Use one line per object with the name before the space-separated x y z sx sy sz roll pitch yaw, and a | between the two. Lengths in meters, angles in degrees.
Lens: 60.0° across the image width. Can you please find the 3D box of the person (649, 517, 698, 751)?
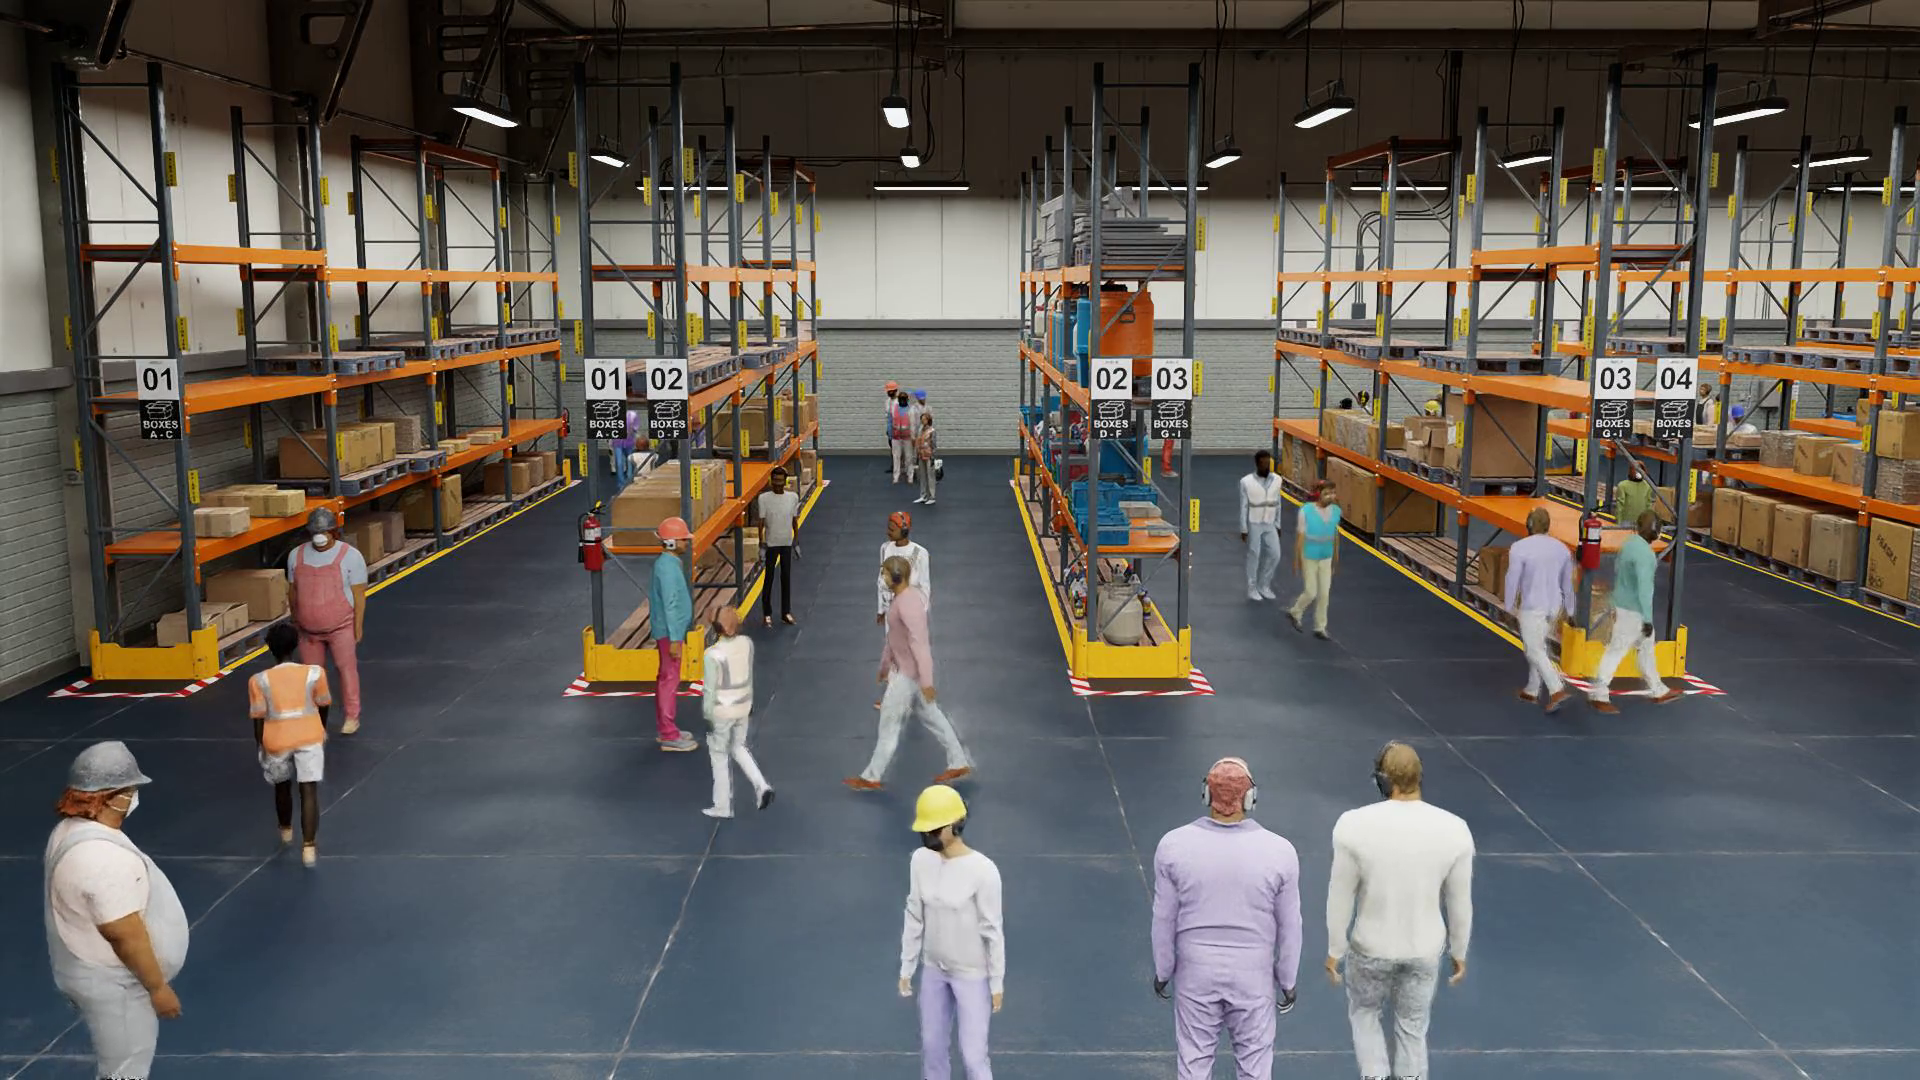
person | -2.449 0.791 14.200 0.394 1.994 0.612 -2 9 -14

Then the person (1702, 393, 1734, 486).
person | 14.808 -1.966 32.486 0.430 1.830 0.638 -8 12 -42

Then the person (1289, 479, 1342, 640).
person | 3.950 0.211 18.497 0.617 1.817 0.525 -4 10 -22

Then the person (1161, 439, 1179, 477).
person | 4.309 -2.286 33.998 0.396 1.992 0.623 0 9 -1

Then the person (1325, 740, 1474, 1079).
person | 1.998 1.857 7.592 0.666 1.915 0.433 1 9 4

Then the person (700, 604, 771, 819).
person | -1.677 1.275 12.271 0.470 1.621 0.527 6 11 35

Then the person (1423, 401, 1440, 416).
person | 8.532 -1.617 30.214 0.404 1.831 0.600 -2 9 -15

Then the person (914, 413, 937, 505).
person | -0.607 -1.460 29.808 0.307 1.644 0.522 -7 11 -38

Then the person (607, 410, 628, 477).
person | -7.001 -2.202 34.040 0.403 1.818 0.597 8 12 41

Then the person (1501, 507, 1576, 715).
person | 5.454 0.659 15.406 0.642 1.898 0.834 -3 9 -21

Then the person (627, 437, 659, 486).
person | -4.856 -0.794 25.685 0.534 1.598 0.849 -1 9 -7

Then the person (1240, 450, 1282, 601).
person | 3.768 -0.176 20.733 0.618 1.898 0.538 -3 9 -20

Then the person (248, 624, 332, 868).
person | -4.598 1.392 11.467 0.527 1.646 0.903 -4 10 -22

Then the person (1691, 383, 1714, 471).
person | 15.672 -2.380 35.080 0.345 1.847 0.506 -1 9 -3

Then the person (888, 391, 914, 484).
person | -1.121 -2.010 32.761 0.618 1.835 0.431 1 9 8

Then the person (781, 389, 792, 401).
person | -3.770 -2.478 36.368 0.306 1.640 0.522 2 9 14

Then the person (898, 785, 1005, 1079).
person | -0.038 1.955 7.488 0.537 1.750 0.390 8 12 41

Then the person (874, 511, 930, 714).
person | -0.538 0.662 15.385 0.573 1.885 0.357 7 11 38

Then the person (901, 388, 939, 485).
person | -0.809 -2.047 32.733 0.621 1.917 0.846 -8 12 -43

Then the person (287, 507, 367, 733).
person | -5.590 0.703 14.624 0.679 2.000 0.535 0 9 1

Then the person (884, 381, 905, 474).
person | -1.373 -2.322 34.463 0.401 1.928 0.544 -9 12 -44

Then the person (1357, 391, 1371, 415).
person | 7.832 -1.961 32.315 0.309 1.868 0.535 2 9 15

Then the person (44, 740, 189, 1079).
person | -3.625 1.857 7.195 0.537 2.000 0.701 -7 11 -37

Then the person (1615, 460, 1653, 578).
person | 8.921 -0.244 22.020 0.507 1.631 0.266 -1 9 -6

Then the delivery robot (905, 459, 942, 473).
delivery robot | -0.728 -1.498 33.244 0.707 0.478 0.477 1 9 9

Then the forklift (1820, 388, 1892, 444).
forklift | 20.072 -3.110 36.462 1.873 2.768 1.129 0 9 0

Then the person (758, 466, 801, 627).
person | -2.085 0.069 19.270 0.519 1.865 0.335 -4 10 -24

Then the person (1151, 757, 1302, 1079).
person | 1.178 1.898 7.373 0.652 1.904 0.402 2 9 11

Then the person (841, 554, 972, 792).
person | -0.377 1.037 13.024 1.039 1.883 0.654 0 9 -3

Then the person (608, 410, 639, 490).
person | -6.327 -1.813 31.281 0.589 1.906 0.754 -2 9 -11

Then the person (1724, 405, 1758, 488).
person | 13.106 -1.317 27.998 0.717 1.915 0.489 3 9 18

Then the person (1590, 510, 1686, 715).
person | 6.309 0.670 15.357 0.907 1.876 0.706 2 9 15
